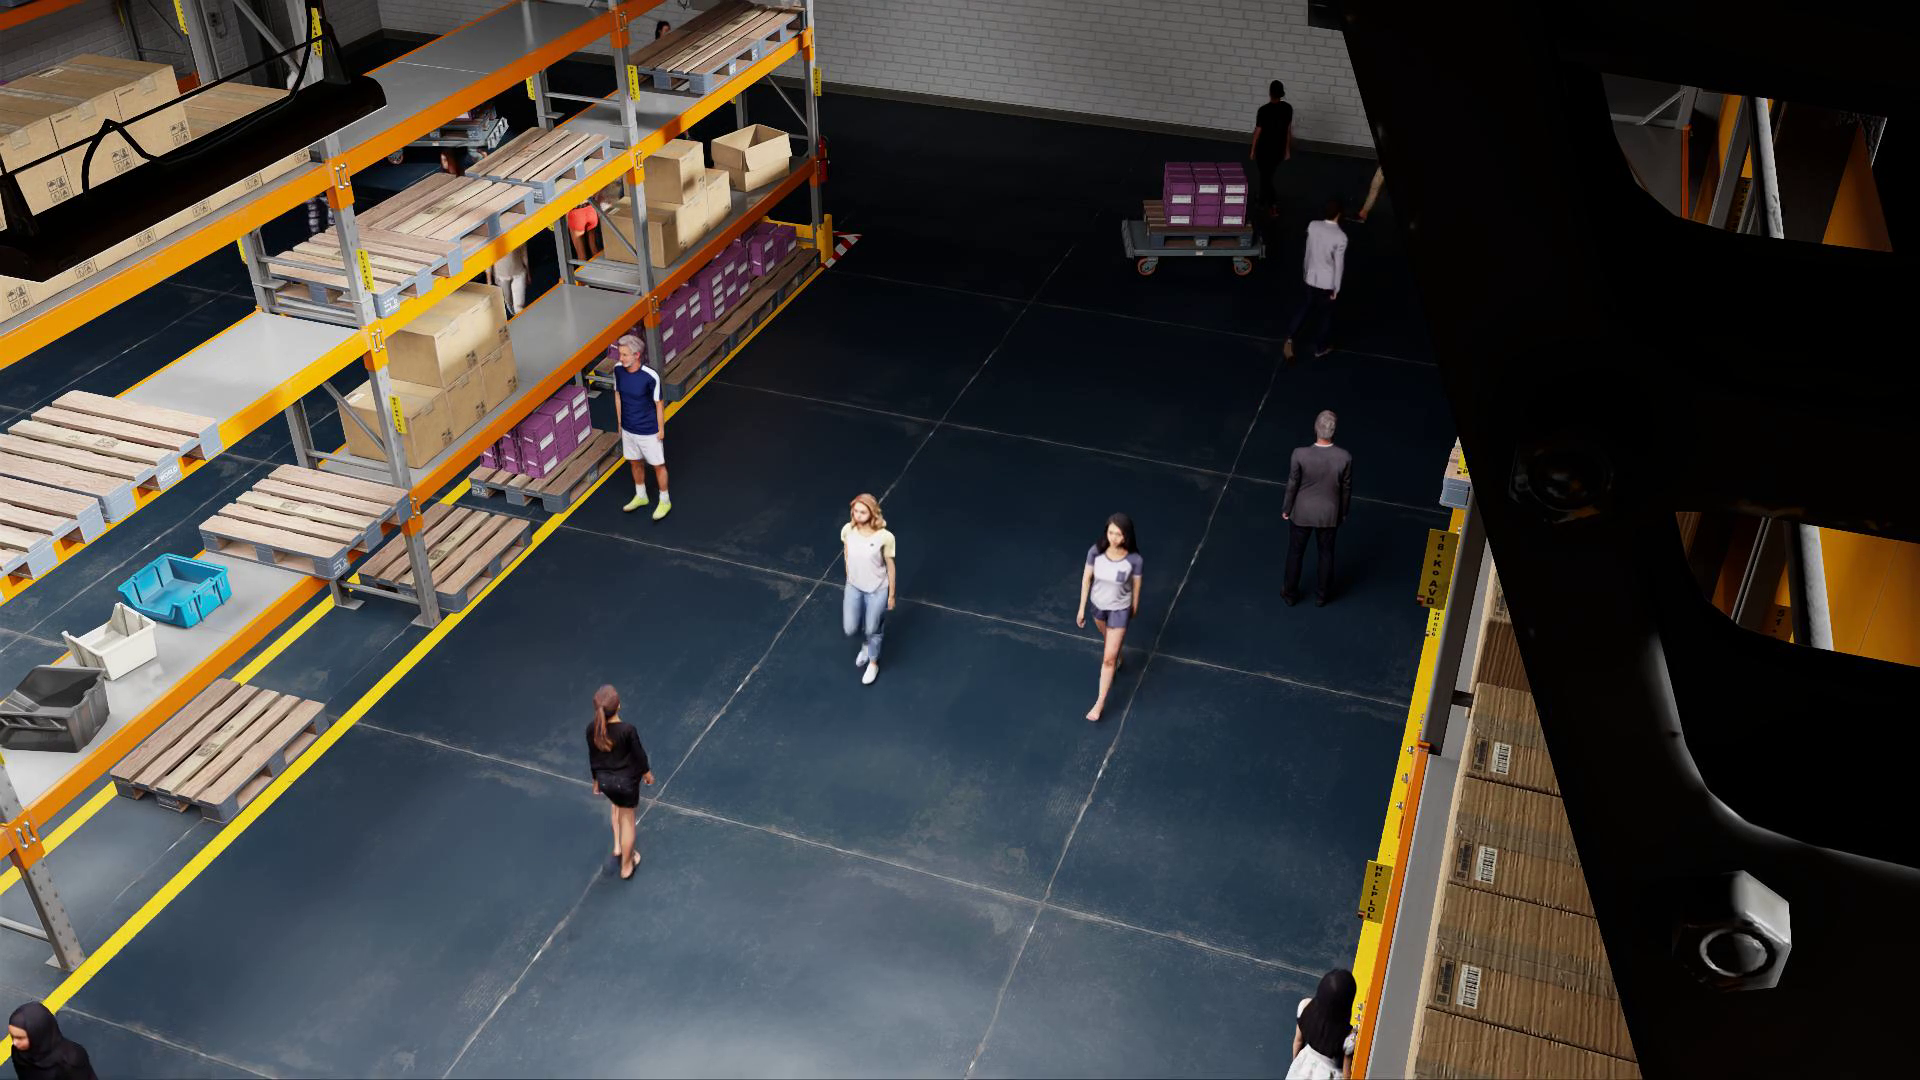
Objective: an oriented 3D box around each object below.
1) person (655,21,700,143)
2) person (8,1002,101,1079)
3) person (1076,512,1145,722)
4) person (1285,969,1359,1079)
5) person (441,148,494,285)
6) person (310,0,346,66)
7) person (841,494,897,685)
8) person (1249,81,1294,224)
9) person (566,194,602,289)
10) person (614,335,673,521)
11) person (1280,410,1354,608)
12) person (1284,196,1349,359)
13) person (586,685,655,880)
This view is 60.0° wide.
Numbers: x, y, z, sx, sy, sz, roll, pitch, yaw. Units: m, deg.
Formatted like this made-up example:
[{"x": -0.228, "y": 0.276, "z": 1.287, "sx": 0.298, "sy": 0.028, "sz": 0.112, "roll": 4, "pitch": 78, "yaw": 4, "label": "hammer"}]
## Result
[{"x": -4.145, "y": -6.354, "z": 23.163, "sx": 1.135, "sy": 1.681, "sz": 0.982, "roll": -27, "pitch": 42, "yaw": -35, "label": "person"}, {"x": -4.776, "y": 3.056, "z": 9.075, "sx": 0.687, "sy": 1.606, "sz": 1.121, "roll": 8, "pitch": 34, "yaw": 11, "label": "person"}, {"x": 1.194, "y": 0.485, "z": 12.901, "sx": 0.674, "sy": 1.651, "sz": 1.144, "roll": 15, "pitch": 36, "yaw": 21, "label": "person"}, {"x": 1.951, "y": 2.993, "z": 9.022, "sx": 0.800, "sy": 1.769, "sz": 0.776, "roll": -25, "pitch": 41, "yaw": -32, "label": "person"}, {"x": -5.617, "y": -3.742, "z": 19.227, "sx": 0.740, "sy": 1.689, "sz": 0.833, "roll": 23, "pitch": 40, "yaw": 30, "label": "person"}, {"x": -8.980, "y": -6.766, "z": 23.609, "sx": 0.710, "sy": 1.873, "sz": 0.643, "roll": 7, "pitch": 34, "yaw": 10, "label": "person"}, {"x": -0.681, "y": 0.338, "z": 13.065, "sx": 0.622, "sy": 1.714, "sz": 0.640, "roll": 10, "pitch": 35, "yaw": 15, "label": "person"}, {"x": 3.926, "y": -4.846, "z": 20.843, "sx": 1.088, "sy": 1.737, "sz": 1.209, "roll": -11, "pitch": 35, "yaw": -16, "label": "person"}, {"x": -4.340, "y": -3.717, "z": 19.099, "sx": 0.707, "sy": 1.789, "sz": 0.606, "roll": 29, "pitch": 43, "yaw": 36, "label": "person"}, {"x": -2.876, "y": -1.039, "z": 15.027, "sx": 0.647, "sy": 1.836, "sz": 0.546, "roll": 14, "pitch": 36, "yaw": 20, "label": "person"}, {"x": 2.962, "y": -0.252, "z": 13.844, "sx": 0.774, "sy": 1.837, "sz": 0.703, "roll": 3, "pitch": 34, "yaw": 4, "label": "person"}, {"x": 3.770, "y": -2.728, "z": 17.570, "sx": 1.104, "sy": 1.835, "sz": 0.915, "roll": -29, "pitch": 43, "yaw": -36, "label": "person"}, {"x": -2.326, "y": 1.662, "z": 11.230, "sx": 0.555, "sy": 1.541, "sz": 0.647, "roll": 8, "pitch": 34, "yaw": 11, "label": "person"}]
